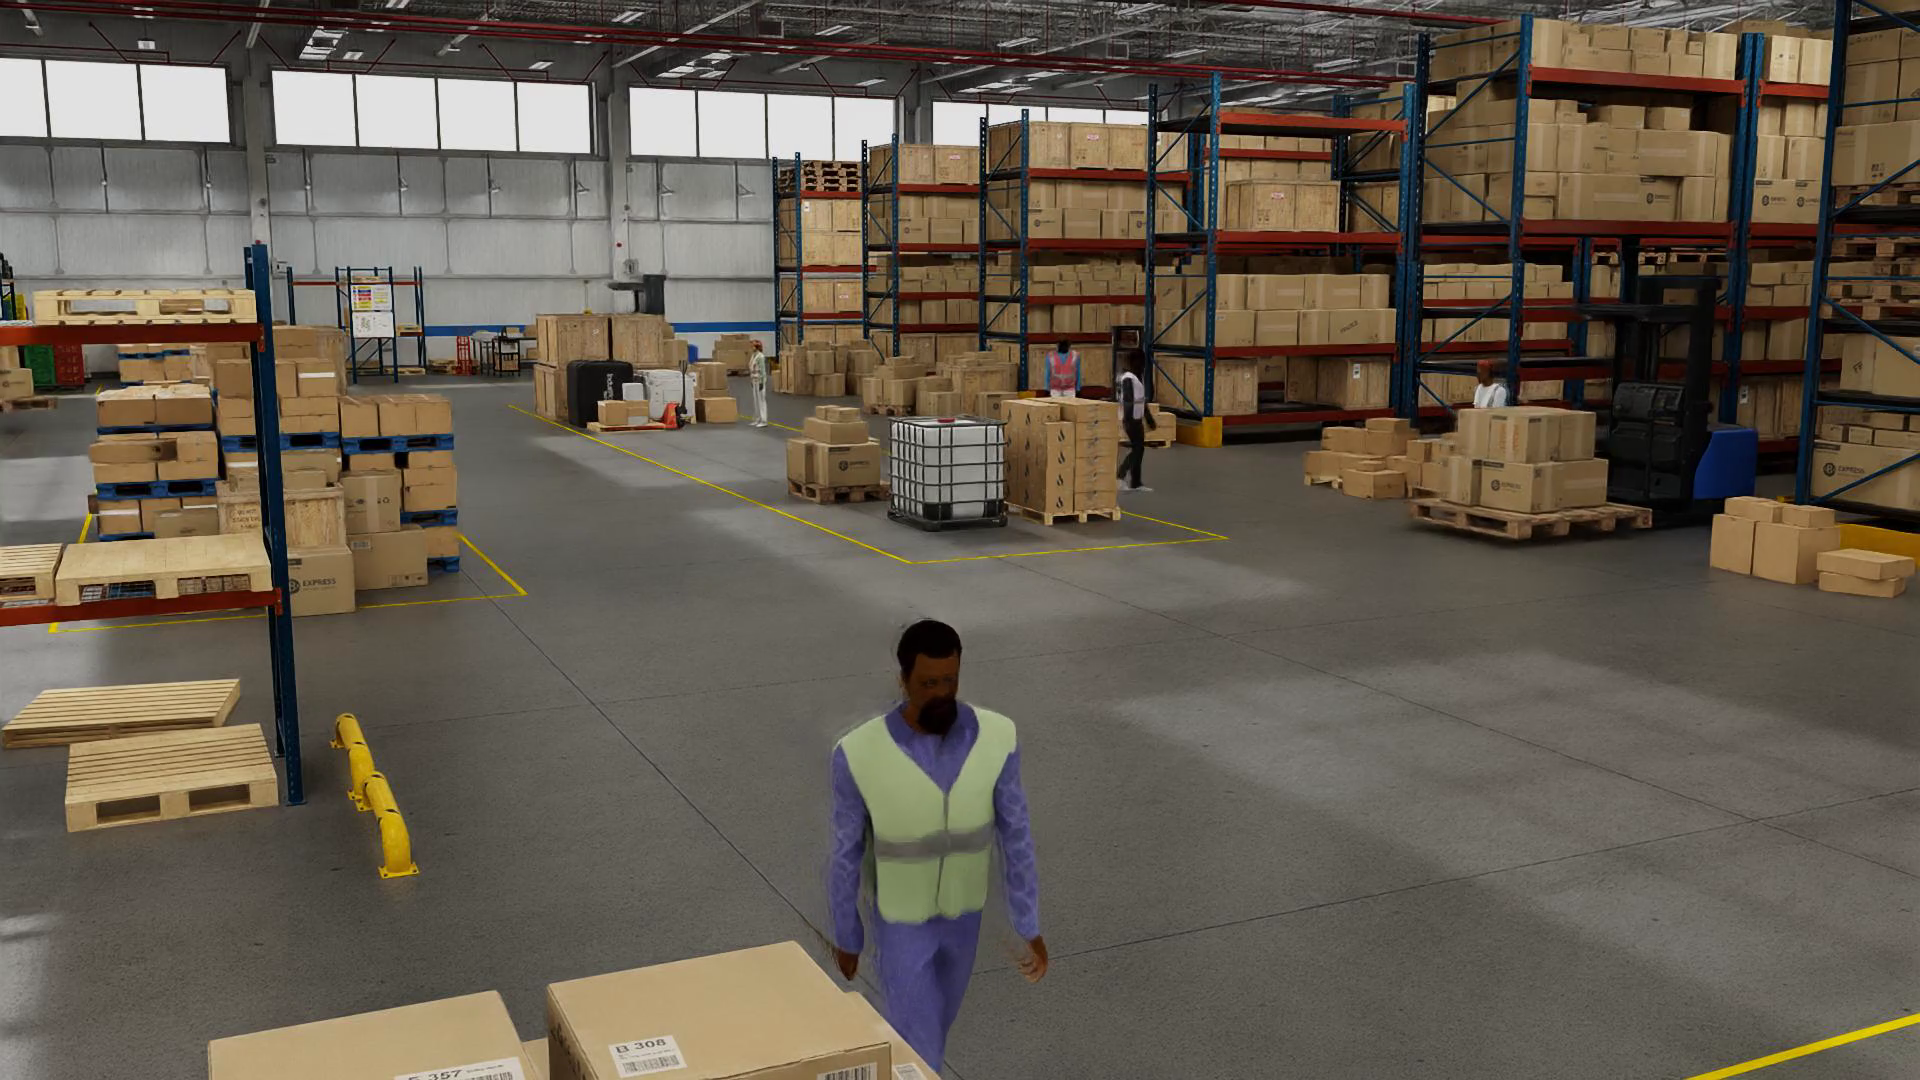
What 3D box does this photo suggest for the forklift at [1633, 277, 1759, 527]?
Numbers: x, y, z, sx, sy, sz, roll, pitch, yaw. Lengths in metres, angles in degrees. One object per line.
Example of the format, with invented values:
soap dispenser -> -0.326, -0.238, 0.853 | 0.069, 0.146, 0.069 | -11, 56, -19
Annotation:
forklift -> 8.225, -1.632, 19.215 | 1.873, 2.768, 1.129 | -4, 10, -25

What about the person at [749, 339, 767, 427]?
person -> -3.768, -2.923, 31.058 | 0.315, 1.640, 0.515 | -4, 10, -25

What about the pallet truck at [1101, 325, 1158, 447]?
pallet truck -> 2.881, -2.596, 27.923 | 0.823, 1.965, 1.885 | -1, 9, -7

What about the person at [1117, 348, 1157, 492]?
person -> 2.307, -1.567, 21.854 | 0.480, 1.905, 0.610 | 3, 10, 18

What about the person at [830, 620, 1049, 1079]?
person -> -0.038, 1.172, 4.957 | 0.596, 1.871, 0.959 | -5, 10, -27

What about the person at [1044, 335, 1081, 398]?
person -> 1.746, -2.574, 28.323 | 0.639, 1.824, 0.579 | 0, 9, 2

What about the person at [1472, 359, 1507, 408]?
person -> 6.218, -1.214, 19.752 | 0.558, 1.865, 0.606 | -3, 10, -19

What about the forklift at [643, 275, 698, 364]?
forklift -> -7.494, -5.146, 41.016 | 1.873, 2.768, 1.129 | -4, 10, -25
